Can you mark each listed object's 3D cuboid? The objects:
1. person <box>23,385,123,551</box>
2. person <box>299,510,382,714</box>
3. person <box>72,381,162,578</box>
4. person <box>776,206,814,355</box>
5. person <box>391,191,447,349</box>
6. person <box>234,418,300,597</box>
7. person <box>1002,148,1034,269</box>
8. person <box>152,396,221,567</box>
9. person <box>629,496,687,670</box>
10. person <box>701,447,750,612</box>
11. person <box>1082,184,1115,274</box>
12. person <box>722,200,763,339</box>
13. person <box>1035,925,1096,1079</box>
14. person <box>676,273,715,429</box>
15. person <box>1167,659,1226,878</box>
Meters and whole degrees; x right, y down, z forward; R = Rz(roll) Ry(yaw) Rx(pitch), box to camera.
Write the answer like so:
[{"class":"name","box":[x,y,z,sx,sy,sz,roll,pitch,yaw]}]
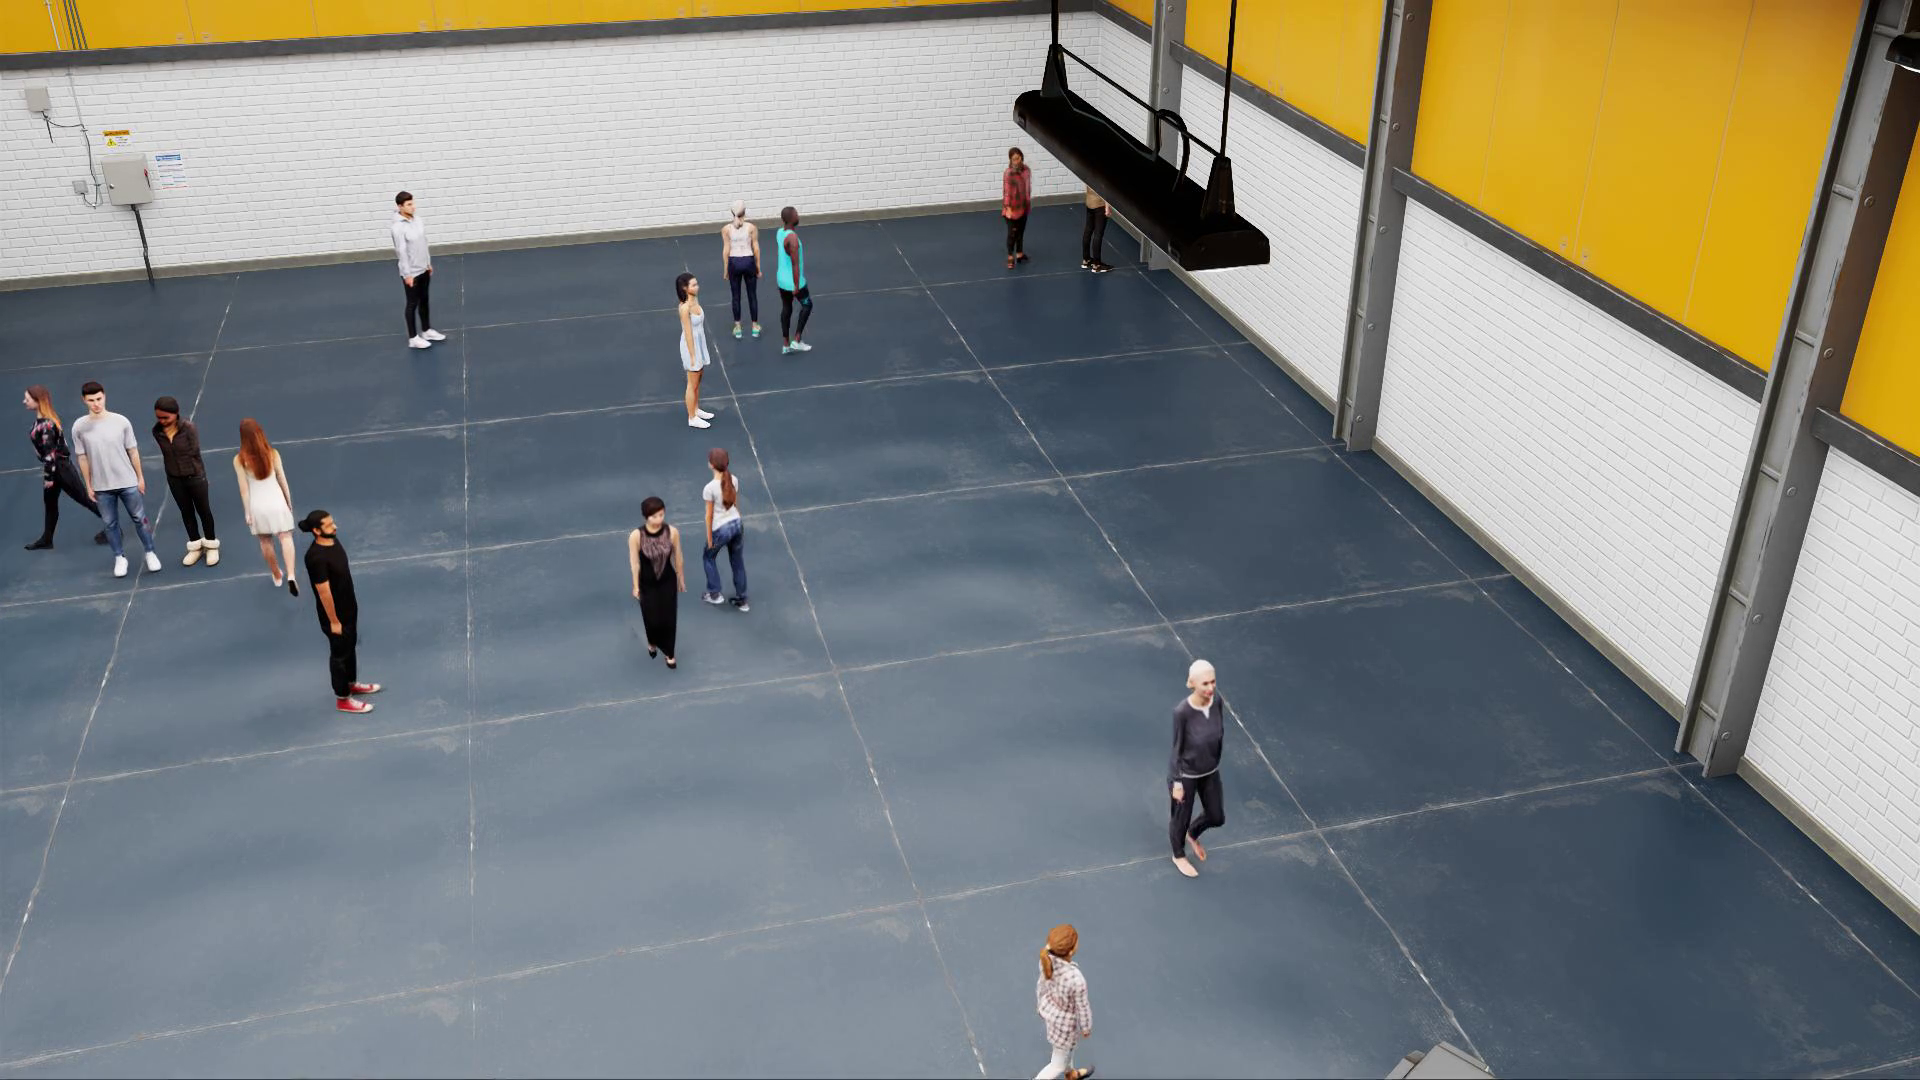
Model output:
[{"class":"person","box":[-8.363,-0.674,15.625,0.885,1.640,1.075,-17,33,-28]},{"class":"person","box":[-4.970,0.547,13.265,0.716,1.758,0.541,-3,29,-6]},{"class":"person","box":[-7.720,-0.568,15.175,0.702,1.886,0.629,-12,31,-21]},{"class":"person","box":[-2.108,-3.070,19.852,0.760,1.800,0.665,-19,34,-31]},{"class":"person","box":[-6.616,-3.288,20.120,0.823,1.926,0.716,8,30,14]},{"class":"person","box":[-6.152,-0.254,14.801,0.661,1.692,1.006,-13,31,-22]},{"class":"person","box":[0.788,-4.546,22.678,0.778,1.684,0.837,24,37,36]},{"class":"person","box":[-7.182,-0.589,15.450,0.662,1.659,0.608,-7,29,-13]},{"class":"person","box":[-2.532,0.335,13.831,0.631,1.588,0.637,-12,31,-21]},{"class":"person","box":[-2.023,-0.065,14.611,0.676,1.543,0.780,-21,35,-33]},{"class":"person","box":[1.850,-4.574,22.554,0.776,1.852,0.601,-16,32,-26]},{"class":"person","box":[-2.678,-3.329,20.420,0.653,1.711,0.644,-3,29,-5]},{"class":"person","box":[0.544,2.797,9.623,0.774,1.295,0.907,-19,34,-31]},{"class":"person","box":[-2.910,-2.082,18.113,0.713,1.731,0.578,2,29,4]},{"class":"person","box":[1.574,1.540,11.489,0.660,1.716,0.661,-14,31,-23]}]
